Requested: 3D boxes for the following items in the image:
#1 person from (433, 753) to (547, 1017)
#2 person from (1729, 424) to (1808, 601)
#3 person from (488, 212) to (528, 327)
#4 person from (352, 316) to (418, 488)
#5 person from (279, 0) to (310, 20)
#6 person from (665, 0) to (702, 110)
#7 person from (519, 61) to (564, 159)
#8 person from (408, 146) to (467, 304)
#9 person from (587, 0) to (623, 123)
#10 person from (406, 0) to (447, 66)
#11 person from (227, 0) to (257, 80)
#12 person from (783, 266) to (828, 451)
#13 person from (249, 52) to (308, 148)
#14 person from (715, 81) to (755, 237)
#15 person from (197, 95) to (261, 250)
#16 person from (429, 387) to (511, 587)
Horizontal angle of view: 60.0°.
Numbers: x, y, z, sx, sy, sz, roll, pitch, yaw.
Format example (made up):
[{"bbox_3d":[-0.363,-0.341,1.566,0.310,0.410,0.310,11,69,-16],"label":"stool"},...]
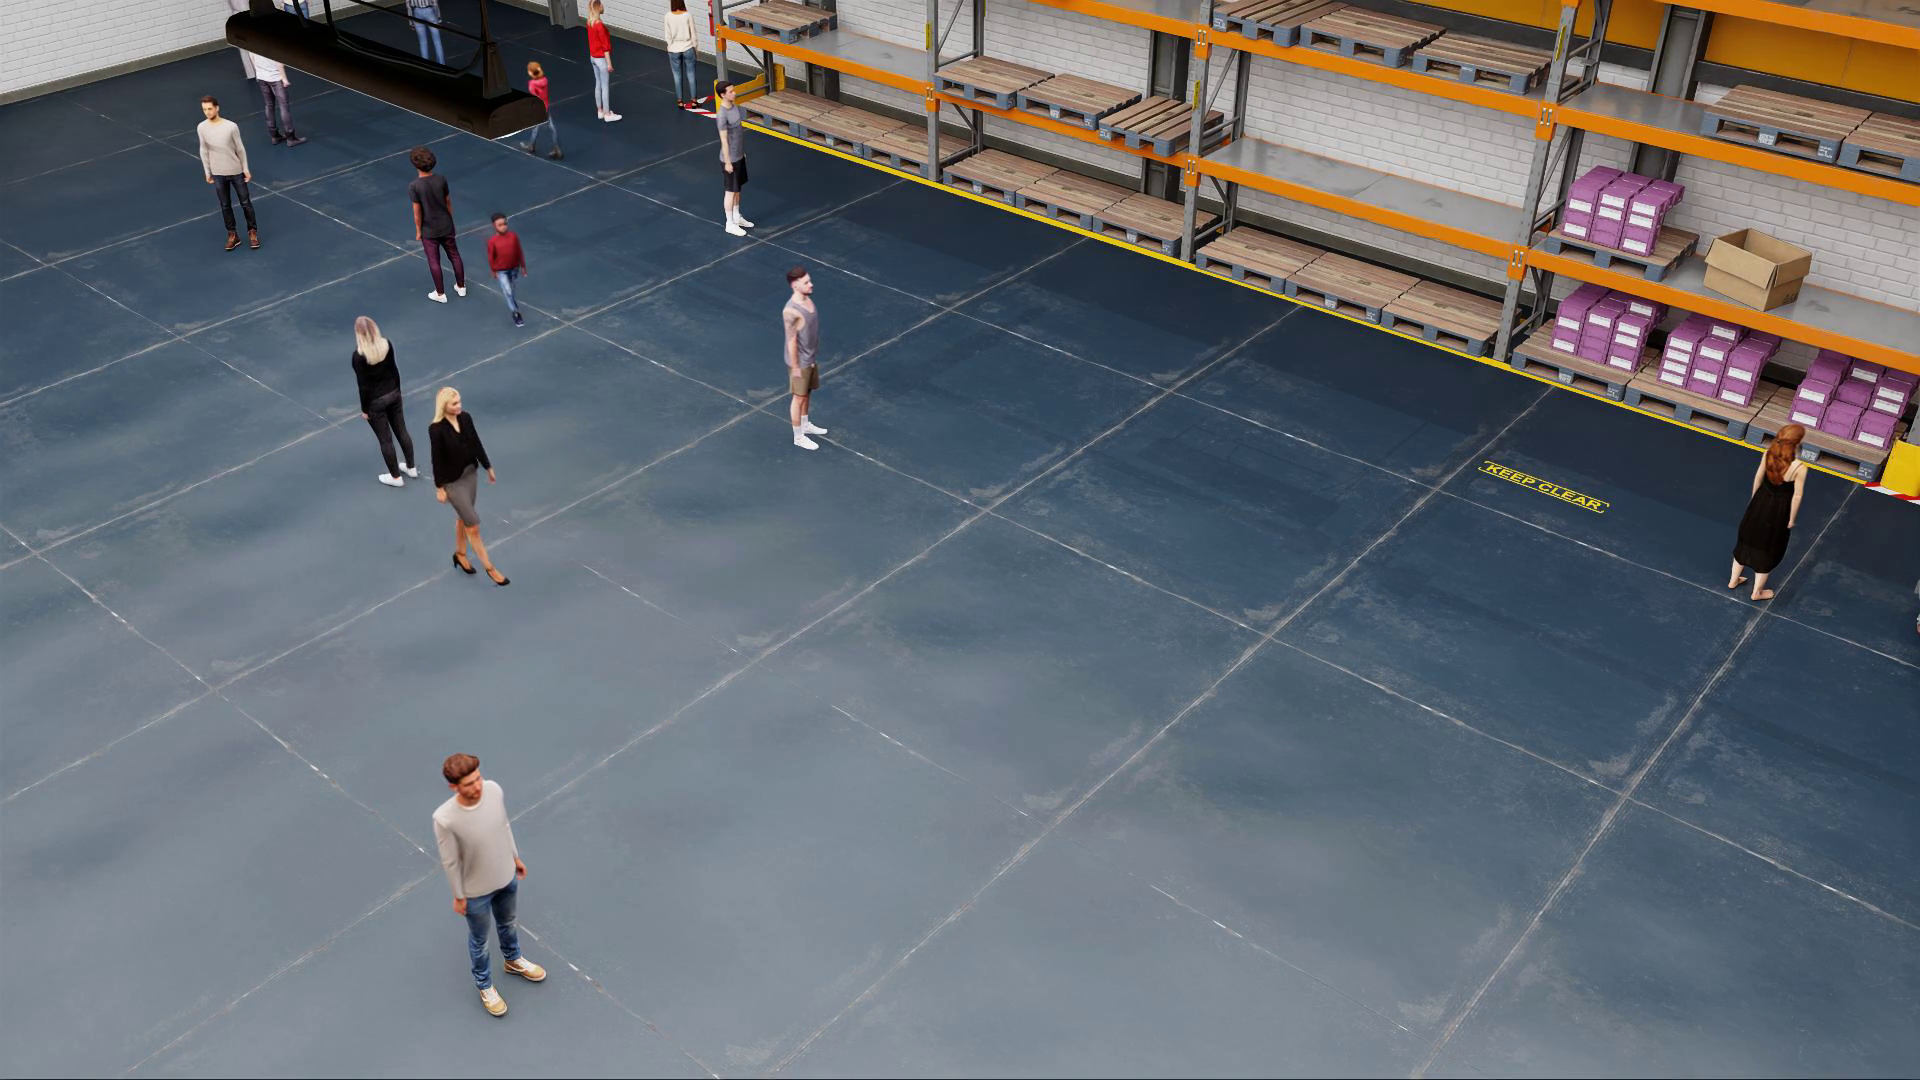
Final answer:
[{"bbox_3d":[-2.890,2.040,10.096,0.593,1.905,0.675,21,39,29],"label":"person"},{"bbox_3d":[6.712,-0.249,13.792,0.694,1.625,0.592,-19,38,-26],"label":"person"},{"bbox_3d":[-5.016,-3.029,18.338,0.664,1.222,0.935,-21,39,-28],"label":"person"},{"bbox_3d":[-5.305,-1.276,15.282,0.561,1.685,0.635,20,39,27],"label":"person"},{"bbox_3d":[-10.383,-8.388,25.976,0.668,1.692,0.631,-21,39,-29],"label":"person"},{"bbox_3d":[-4.008,-7.059,23.985,0.676,1.683,0.762,1,34,2],"label":"person"},{"bbox_3d":[-5.584,-5.767,22.399,0.927,1.287,0.655,16,37,23],"label":"person"},{"bbox_3d":[-5.860,-3.531,18.585,0.660,1.784,0.609,-26,42,-34],"label":"person"},{"bbox_3d":[-5.099,-6.809,23.589,0.714,1.705,0.510,-24,40,-31],"label":"person"},{"bbox_3d":[-8.030,-7.808,25.009,0.706,1.795,0.743,-6,34,-8],"label":"person"},{"bbox_3d":[-10.788,-7.838,25.108,0.605,1.737,0.755,11,35,16],"label":"person"},{"bbox_3d":[-1.512,-1.765,15.935,0.726,1.847,0.719,8,35,12],"label":"person"},{"bbox_3d":[-9.424,-6.312,22.726,0.614,1.831,0.773,15,37,22],"label":"person"},{"bbox_3d":[-2.780,-4.669,20.219,0.707,1.871,0.734,8,34,12],"label":"person"},{"bbox_3d":[-8.712,-4.385,19.796,0.740,1.865,0.777,-6,34,-8],"label":"person"},{"bbox_3d":[-4.250,-0.472,13.952,0.974,1.819,0.780,16,37,22],"label":"person"}]
